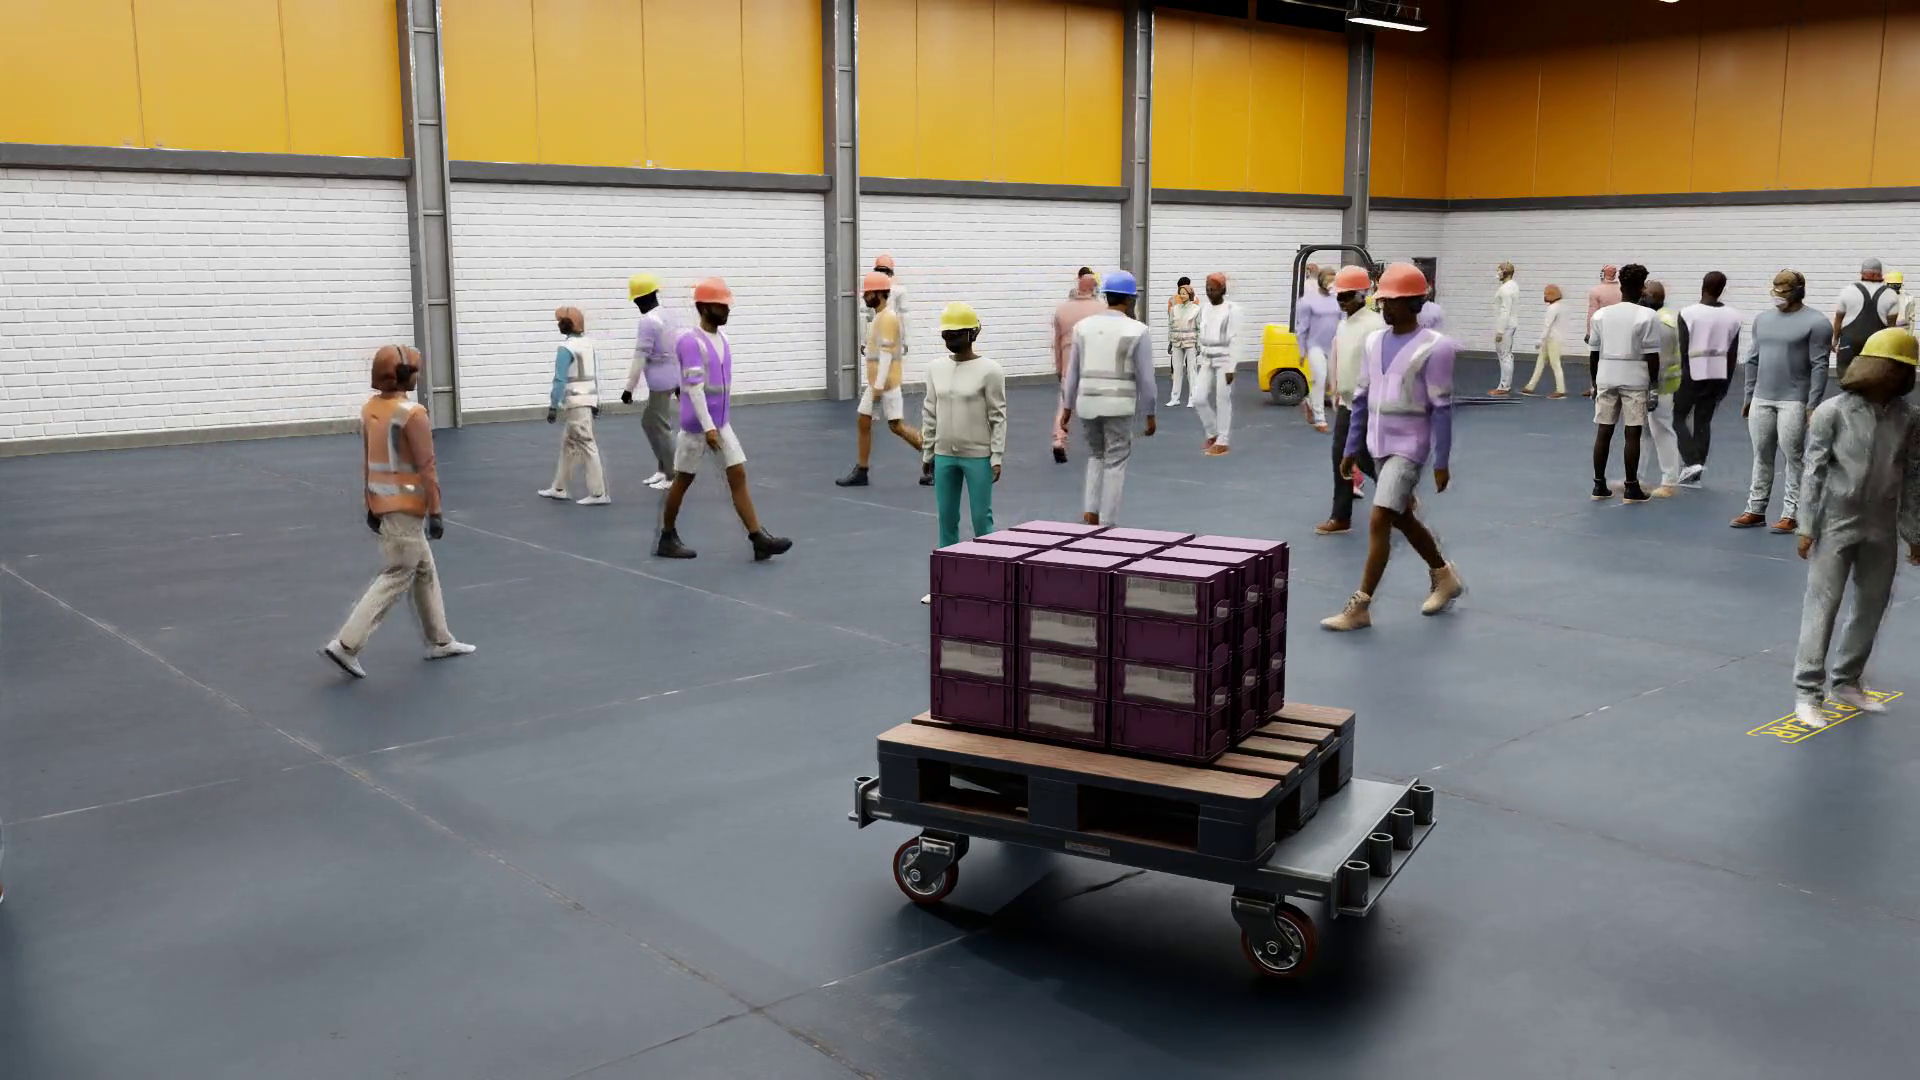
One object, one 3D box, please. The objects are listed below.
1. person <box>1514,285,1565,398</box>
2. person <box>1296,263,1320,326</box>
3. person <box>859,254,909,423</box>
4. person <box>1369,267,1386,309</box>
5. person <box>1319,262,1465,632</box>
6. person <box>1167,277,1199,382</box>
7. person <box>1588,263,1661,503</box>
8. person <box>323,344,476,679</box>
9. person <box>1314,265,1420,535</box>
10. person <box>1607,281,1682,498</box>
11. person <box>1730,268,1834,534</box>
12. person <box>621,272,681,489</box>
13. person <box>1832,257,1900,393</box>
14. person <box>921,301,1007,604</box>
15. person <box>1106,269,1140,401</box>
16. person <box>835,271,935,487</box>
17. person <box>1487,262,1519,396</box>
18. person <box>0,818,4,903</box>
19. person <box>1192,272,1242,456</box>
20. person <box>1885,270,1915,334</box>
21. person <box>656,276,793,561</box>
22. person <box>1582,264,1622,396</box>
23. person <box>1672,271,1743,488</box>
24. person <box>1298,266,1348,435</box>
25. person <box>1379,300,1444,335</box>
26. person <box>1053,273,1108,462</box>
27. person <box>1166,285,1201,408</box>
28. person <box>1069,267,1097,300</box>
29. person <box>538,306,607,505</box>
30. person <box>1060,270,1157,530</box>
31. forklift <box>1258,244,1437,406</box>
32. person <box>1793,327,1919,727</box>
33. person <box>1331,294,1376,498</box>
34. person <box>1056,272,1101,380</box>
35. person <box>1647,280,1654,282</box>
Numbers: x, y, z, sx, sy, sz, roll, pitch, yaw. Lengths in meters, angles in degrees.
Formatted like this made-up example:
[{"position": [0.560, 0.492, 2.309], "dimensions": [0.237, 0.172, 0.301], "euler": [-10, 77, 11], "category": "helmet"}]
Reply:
[{"position": [8.311, -2.819, 23.709], "dimensions": [0.721, 1.604, 0.521], "euler": [3, 10, 19], "category": "person"}, {"position": [5.972, -3.760, 28.351], "dimensions": [0.643, 1.908, 0.411], "euler": [-6, 12, -33], "category": "person"}, {"position": [-0.922, -2.441, 20.220], "dimensions": [0.609, 2.044, 0.396], "euler": [0, 10, -1], "category": "person"}, {"position": [7.077, -3.672, 28.006], "dimensions": [0.508, 1.844, 0.336], "euler": [-4, 10, -21], "category": "person"}, {"position": [2.441, -0.518, 9.126], "dimensions": [1.041, 2.004, 0.623], "euler": [-5, 11, -26], "category": "person"}, {"position": [3.609, -3.402, 26.885], "dimensions": [0.532, 1.694, 0.320], "euler": [4, 11, 24], "category": "person"}, {"position": [5.462, -1.284, 13.673], "dimensions": [0.367, 1.966, 0.607], "euler": [-8, 13, -41], "category": "person"}, {"position": [-2.753, -0.148, 8.077], "dimensions": [0.527, 1.606, 0.806], "euler": [9, 13, 43], "category": "person"}, {"position": [2.971, -1.000, 12.035], "dimensions": [0.723, 1.963, 0.637], "euler": [-3, 10, -18], "category": "person"}, {"position": [5.814, -1.264, 14.029], "dimensions": [0.592, 1.817, 0.645], "euler": [3, 10, 17], "category": "person"}, {"position": [6.024, -1.014, 12.191], "dimensions": [0.371, 1.934, 0.627], "euler": [-6, 11, -30], "category": "person"}, {"position": [-2.652, -1.353, 14.333], "dimensions": [0.534, 1.883, 0.633], "euler": [1, 10, 5], "category": "person"}, {"position": [11.285, -2.529, 20.746], "dimensions": [0.704, 2.000, 0.697], "euler": [3, 10, 16], "category": "person"}, {"position": [0.007, -0.481, 9.560], "dimensions": [0.533, 1.767, 0.326], "euler": [6, 11, 29], "category": "person"}, {"position": [2.284, -2.860, 23.266], "dimensions": [0.430, 1.844, 0.624], "euler": [-4, 10, -22], "category": "person"}, {"position": [-0.601, -1.404, 14.591], "dimensions": [0.924, 1.906, 0.553], "euler": [-3, 10, -17], "category": "person"}, {"position": [7.868, -3.042, 24.050], "dimensions": [0.373, 1.940, 0.630], "euler": [5, 11, 25], "category": "person"}, {"position": [-3.146, 0.361, 5.015], "dimensions": [0.499, 1.634, 0.279], "euler": [0, 10, 1], "category": "person"}, {"position": [2.601, -1.761, 16.746], "dimensions": [0.424, 1.864, 0.595], "euler": [-8, 12, -38], "category": "person"}, {"position": [12.987, -2.843, 23.228], "dimensions": [0.593, 1.824, 0.403], "euler": [3, 10, 17], "category": "person"}, {"position": [-1.621, -0.783, 10.987], "dimensions": [1.000, 1.884, 0.553], "euler": [5, 11, 27], "category": "person"}, {"position": [9.275, -3.006, 23.934], "dimensions": [0.643, 1.909, 0.410], "euler": [-3, 10, -16], "category": "person"}, {"position": [6.474, -1.391, 14.515], "dimensions": [0.615, 1.892, 0.449], "euler": [-2, 10, -9], "category": "person"}, {"position": [4.127, -2.184, 19.104], "dimensions": [0.639, 1.919, 0.762], "euler": [-3, 10, -18], "category": "person"}, {"position": [4.504, -1.746, 16.709], "dimensions": [0.659, 1.853, 0.964], "euler": [3, 10, 16], "category": "person"}, {"position": [1.200, -1.707, 16.486], "dimensions": [0.645, 1.859, 1.009], "euler": [4, 10, 22], "category": "person"}, {"position": [3.019, -2.596, 22.308], "dimensions": [0.513, 1.641, 0.309], "euler": [7, 12, 34], "category": "person"}, {"position": [1.858, -3.119, 24.721], "dimensions": [0.508, 1.865, 0.329], "euler": [7, 12, 36], "category": "person"}, {"position": [-3.210, -1.080, 13.489], "dimensions": [0.745, 1.606, 0.546], "euler": [2, 10, 10], "category": "person"}, {"position": [1.051, -0.923, 11.694], "dimensions": [0.684, 1.920, 0.533], "euler": [6, 11, 31], "category": "person"}, {"position": [5.256, -2.933, 22.661], "dimensions": [2.313, 2.155, 1.214], "euler": [3, 10, 16], "category": "forklift"}, {"position": [3.888, -0.052, 7.255], "dimensions": [0.536, 1.732, 0.419], "euler": [-1, 10, -6], "category": "person"}, {"position": [3.407, -1.227, 14.066], "dimensions": [0.533, 1.718, 0.905], "euler": [5, 11, 27], "category": "person"}, {"position": [1.834, -3.207, 25.448], "dimensions": [0.570, 1.792, 0.645], "euler": [-4, 10, -21], "category": "person"}, {"position": [10.555, -3.115, 25.274], "dimensions": [0.339, 1.668, 0.684], "euler": [8, 13, 41], "category": "person"}]
